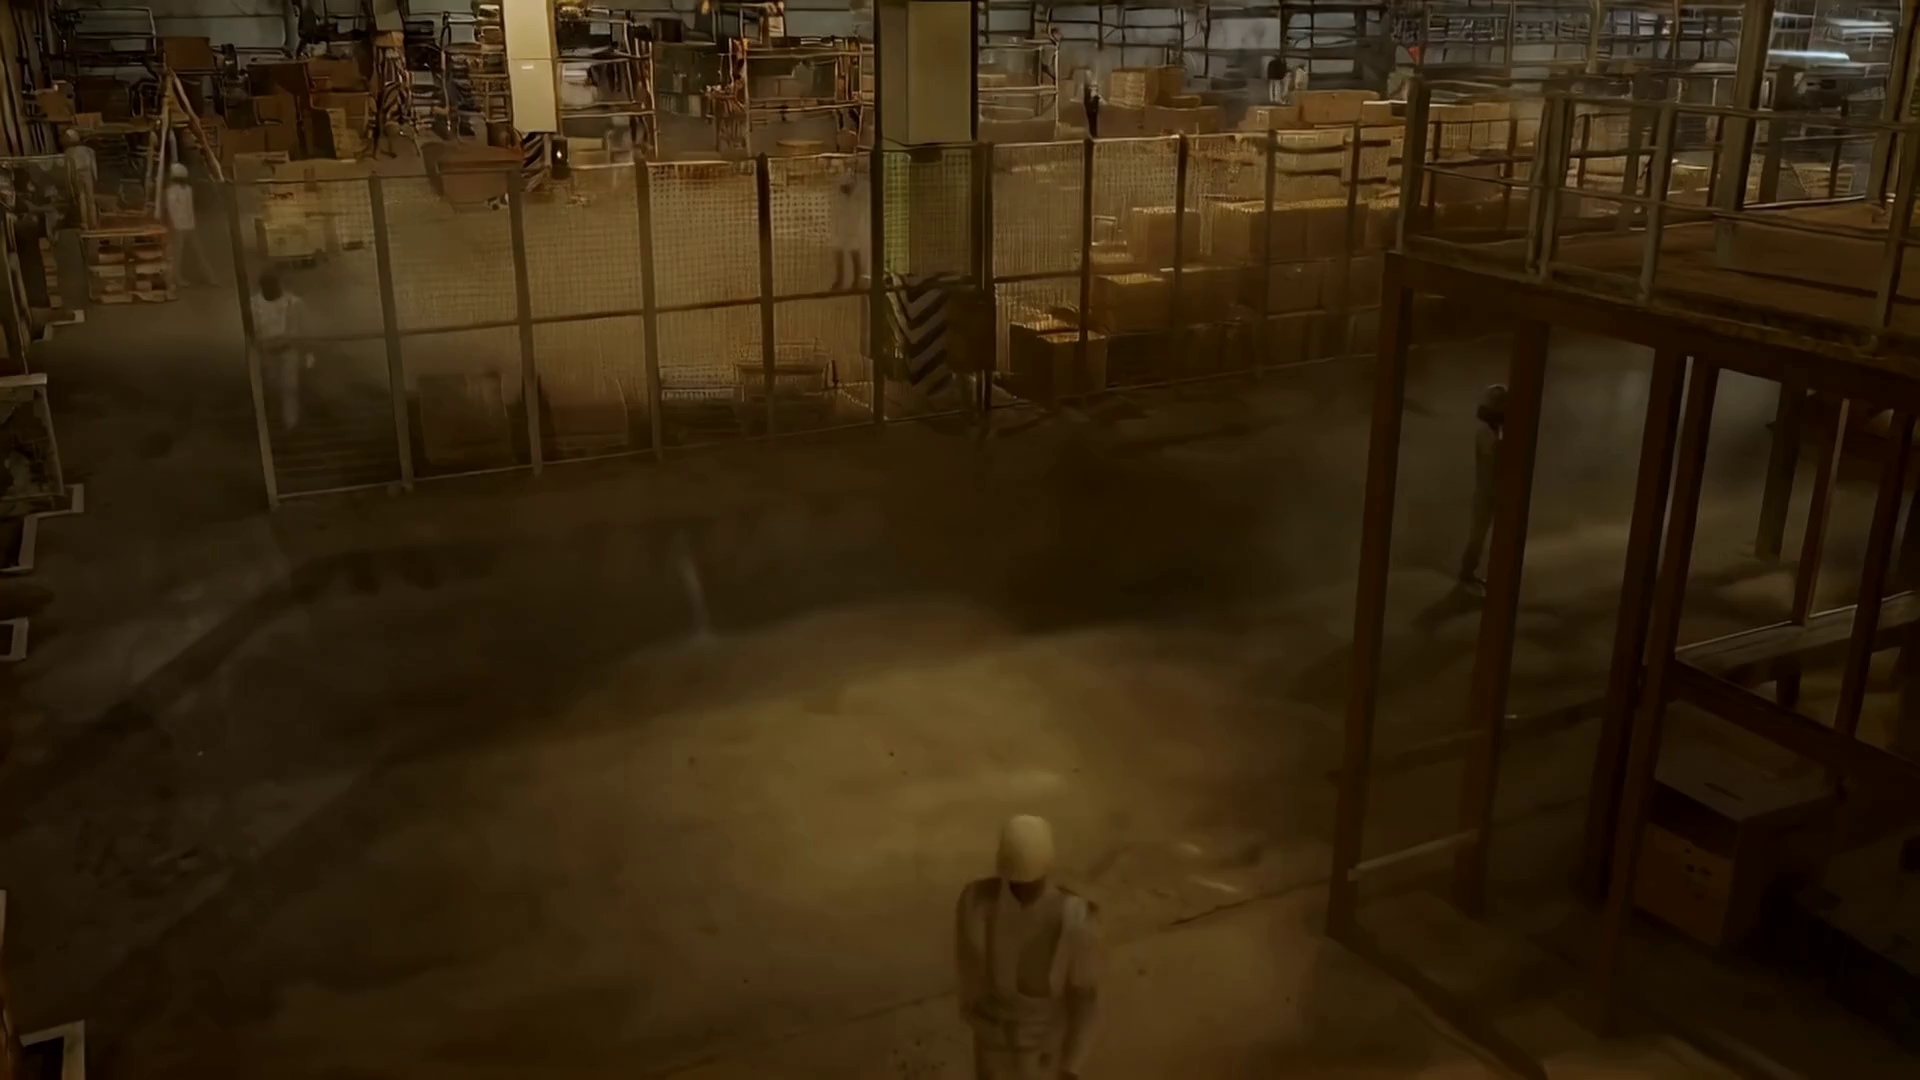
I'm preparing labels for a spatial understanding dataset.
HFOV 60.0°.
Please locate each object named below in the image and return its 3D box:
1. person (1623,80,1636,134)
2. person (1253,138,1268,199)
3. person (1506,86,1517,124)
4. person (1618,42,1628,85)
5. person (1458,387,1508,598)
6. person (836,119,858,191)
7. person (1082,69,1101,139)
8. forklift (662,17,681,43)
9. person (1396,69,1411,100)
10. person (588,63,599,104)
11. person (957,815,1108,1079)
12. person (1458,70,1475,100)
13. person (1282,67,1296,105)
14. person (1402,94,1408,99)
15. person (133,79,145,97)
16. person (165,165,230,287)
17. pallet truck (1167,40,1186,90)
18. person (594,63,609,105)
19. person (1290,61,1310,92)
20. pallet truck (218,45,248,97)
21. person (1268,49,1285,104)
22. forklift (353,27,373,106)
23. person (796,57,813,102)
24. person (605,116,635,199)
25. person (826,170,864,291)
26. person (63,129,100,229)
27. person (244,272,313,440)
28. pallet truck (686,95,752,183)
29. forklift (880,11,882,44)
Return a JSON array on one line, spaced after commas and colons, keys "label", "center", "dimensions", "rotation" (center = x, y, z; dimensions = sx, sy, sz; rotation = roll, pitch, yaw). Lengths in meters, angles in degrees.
[{"label": "person", "center": [18.786, -11.945, 46.771], "dimensions": [0.568, 1.909, 0.771], "rotation": [-4, 19, -11]}, {"label": "person", "center": [5.704, -6.757, 31.846], "dimensions": [0.979, 1.820, 0.557], "rotation": [13, 23, 33]}, {"label": "person", "center": [15.084, -11.556, 45.751], "dimensions": [0.739, 1.829, 0.531], "rotation": [1, 19, 3]}, {"label": "person", "center": [28.785, -20.596, 71.943], "dimensions": [0.430, 1.845, 0.622], "rotation": [-13, 23, -34]}, {"label": "person", "center": [4.301, -0.401, 13.549], "dimensions": [0.316, 1.742, 0.492], "rotation": [5, 20, 15]}, {"label": "person", "center": [-2.537, -8.600, 37.406], "dimensions": [0.535, 1.687, 0.321], "rotation": [5, 20, 13]}, {"label": "person", "center": [3.899, -12.933, 49.427], "dimensions": [0.538, 2.000, 0.684], "rotation": [-3, 19, -8]}, {"label": "forklift", "center": [-12.585, -21.509, 73.021], "dimensions": [1.873, 2.768, 1.129], "rotation": [11, 22, 29]}, {"label": "person", "center": [13.832, -13.719, 51.906], "dimensions": [0.578, 1.905, 0.856], "rotation": [-9, 21, -23]}, {"label": "person", "center": [-12.999, -16.146, 58.919], "dimensions": [0.384, 1.923, 0.590], "rotation": [-8, 21, -23]}, {"label": "person", "center": [0.292, 1.906, 6.614], "dimensions": [0.619, 1.911, 0.956], "rotation": [5, 20, 15]}, {"label": "person", "center": [16.779, -14.714, 55.127], "dimensions": [0.552, 1.674, 0.569], "rotation": [-6, 20, -16]}, {"label": "person", "center": [11.491, -15.552, 57.667], "dimensions": [0.787, 1.604, 0.526], "rotation": [-8, 21, -23]}, {"label": "person", "center": [12.622, -11.832, 46.492], "dimensions": [0.600, 1.882, 0.950], "rotation": [4, 19, 11]}, {"label": "person", "center": [-25.292, -13.408, 51.431], "dimensions": [0.520, 1.633, 0.314], "rotation": [6, 20, 18]}, {"label": "person", "center": [-12.284, -4.992, 26.540], "dimensions": [1.001, 1.941, 0.657], "rotation": [6, 20, 16]}, {"label": "pallet truck", "center": [9.045, -19.971, 69.895], "dimensions": [0.823, 1.965, 1.885], "rotation": [-3, 19, -8]}, {"label": "person", "center": [-12.954, -16.559, 60.128], "dimensions": [0.637, 1.924, 0.443], "rotation": [-16, 24, -38]}, {"label": "person", "center": [11.702, -15.468, 57.047], "dimensions": [0.641, 1.859, 0.737], "rotation": [15, 24, 36]}, {"label": "pallet truck", "center": [-28.879, -18.665, 66.111], "dimensions": [0.823, 1.965, 1.885], "rotation": [-3, 19, -9]}, {"label": "person", "center": [11.847, -17.353, 62.308], "dimensions": [0.611, 1.995, 0.378], "rotation": [6, 20, 17]}, {"label": "forklift", "center": [-21.847, -17.438, 61.219], "dimensions": [1.873, 2.768, 1.129], "rotation": [-16, 25, -39]}, {"label": "person", "center": [-5.603, -16.640, 60.382], "dimensions": [0.655, 1.894, 0.991], "rotation": [-8, 21, -21]}, {"label": "person", "center": [-7.571, -8.514, 36.993], "dimensions": [0.639, 1.801, 0.944], "rotation": [3, 19, 9]}, {"label": "person", "center": [-1.820, -4.832, 26.143], "dimensions": [0.579, 1.904, 0.865], "rotation": [9, 21, 25]}, {"label": "person", "center": [-17.233, -7.062, 32.599], "dimensions": [0.379, 1.927, 0.632], "rotation": [14, 24, 35]}, {"label": "person", "center": [-7.456, -2.010, 18.140], "dimensions": [0.655, 1.787, 0.980], "rotation": [-1, 19, -3]}, {"label": "pallet truck", "center": [-5.836, -9.608, 39.856], "dimensions": [0.823, 1.965, 1.885], "rotation": [10, 22, 27]}, {"label": "forklift", "center": [-3.821, -25.240, 83.835], "dimensions": [1.873, 2.768, 1.129], "rotation": [2, 19, 5]}]
